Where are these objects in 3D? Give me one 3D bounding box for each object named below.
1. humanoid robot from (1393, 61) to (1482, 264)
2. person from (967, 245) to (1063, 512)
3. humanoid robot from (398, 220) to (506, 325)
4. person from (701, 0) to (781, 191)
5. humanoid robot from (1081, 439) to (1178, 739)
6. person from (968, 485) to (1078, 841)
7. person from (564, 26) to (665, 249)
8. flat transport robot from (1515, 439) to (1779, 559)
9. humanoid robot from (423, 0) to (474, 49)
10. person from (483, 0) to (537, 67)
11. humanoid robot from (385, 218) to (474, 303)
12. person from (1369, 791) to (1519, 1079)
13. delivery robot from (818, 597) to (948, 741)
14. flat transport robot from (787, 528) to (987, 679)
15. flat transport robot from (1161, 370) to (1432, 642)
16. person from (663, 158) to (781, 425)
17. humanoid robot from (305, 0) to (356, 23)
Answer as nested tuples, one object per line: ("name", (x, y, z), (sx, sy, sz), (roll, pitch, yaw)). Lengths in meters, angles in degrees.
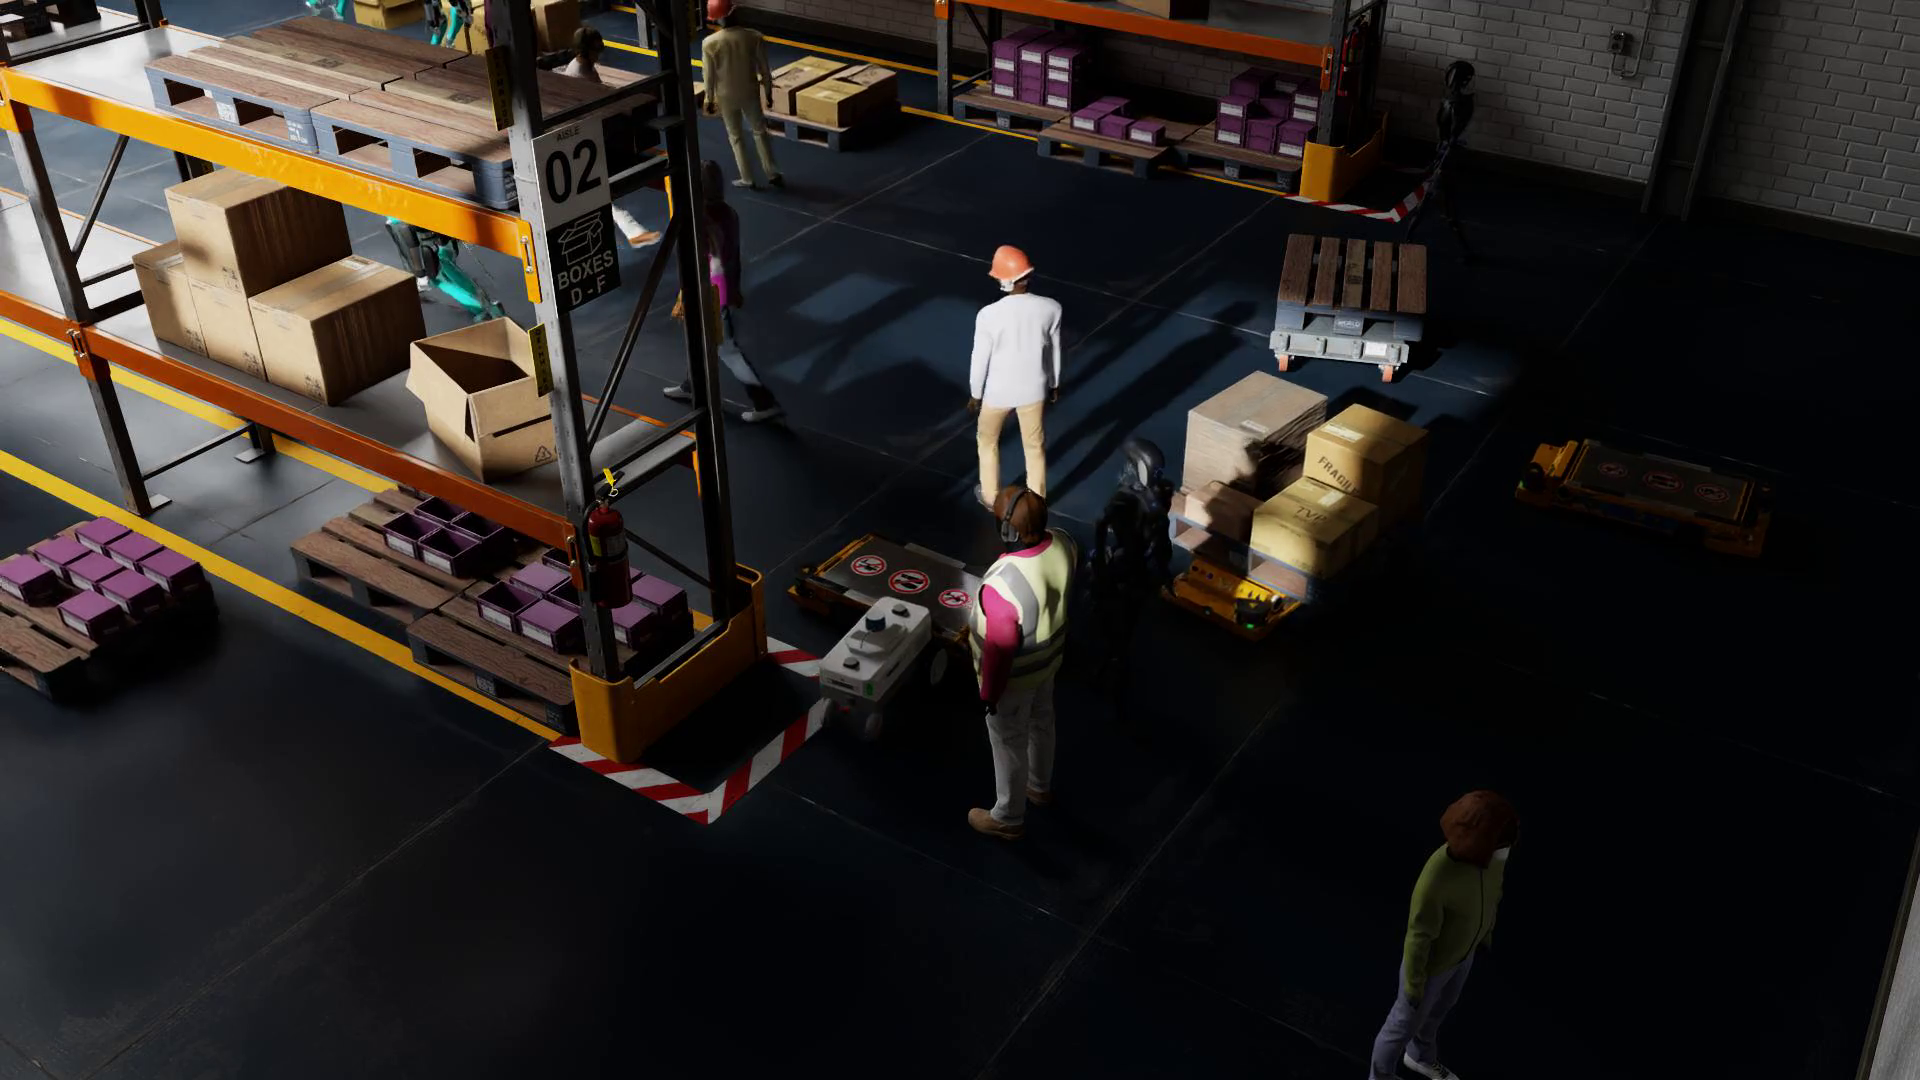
("humanoid robot", (3.863, -2.972, 13.208), (0.793, 1.634, 0.601), (6, 34, 9))
("person", (0.315, -0.940, 9.980), (0.603, 1.738, 0.424), (-12, 35, -18))
("humanoid robot", (-3.446, -1.901, 11.530), (0.832, 1.868, 0.539), (5, 33, 7))
("person", (-1.936, -3.903, 14.549), (0.622, 1.716, 0.336), (-13, 35, -20))
("humanoid robot", (0.834, 0.209, 8.290), (0.599, 1.637, 0.631), (-26, 41, -34))
("person", (0.256, 0.559, 7.572), (0.429, 1.841, 0.634), (19, 38, 27))
("person", (-2.953, -3.136, 13.227), (0.990, 1.877, 0.631), (1, 33, 2))
("flat transport robot", (4.253, -0.289, 10.317), (1.431, 0.231, 0.659), (17, 37, 24))
("humanoid robot", (-5.278, -5.299, 16.737), (0.854, 1.853, 0.556), (27, 42, 35))
("person", (-4.040, -4.372, 15.052), (0.499, 1.948, 0.422), (13, 35, 20))
("humanoid robot", (-4.083, -2.581, 12.517), (0.984, 1.732, 0.538), (27, 41, 34))
("person", (1.822, 1.559, 6.234), (0.496, 1.625, 0.286), (-25, 40, -33))
("delivery robot", (-0.427, 0.622, 8.655), (0.499, 0.596, 0.795), (15, 36, 22))
("flat transport robot", (-0.213, 0.345, 9.342), (1.431, 0.231, 0.659), (20, 38, 28))
("flat transport robot", (1.867, 0.096, 9.726), (0.659, 0.231, 1.431), (27, 42, 35))
("person", (-1.622, -1.639, 10.978), (0.930, 1.808, 0.505), (10, 34, 14))
("humanoid robot", (-6.750, -5.920, 17.670), (1.015, 1.773, 0.534), (28, 42, 36))
